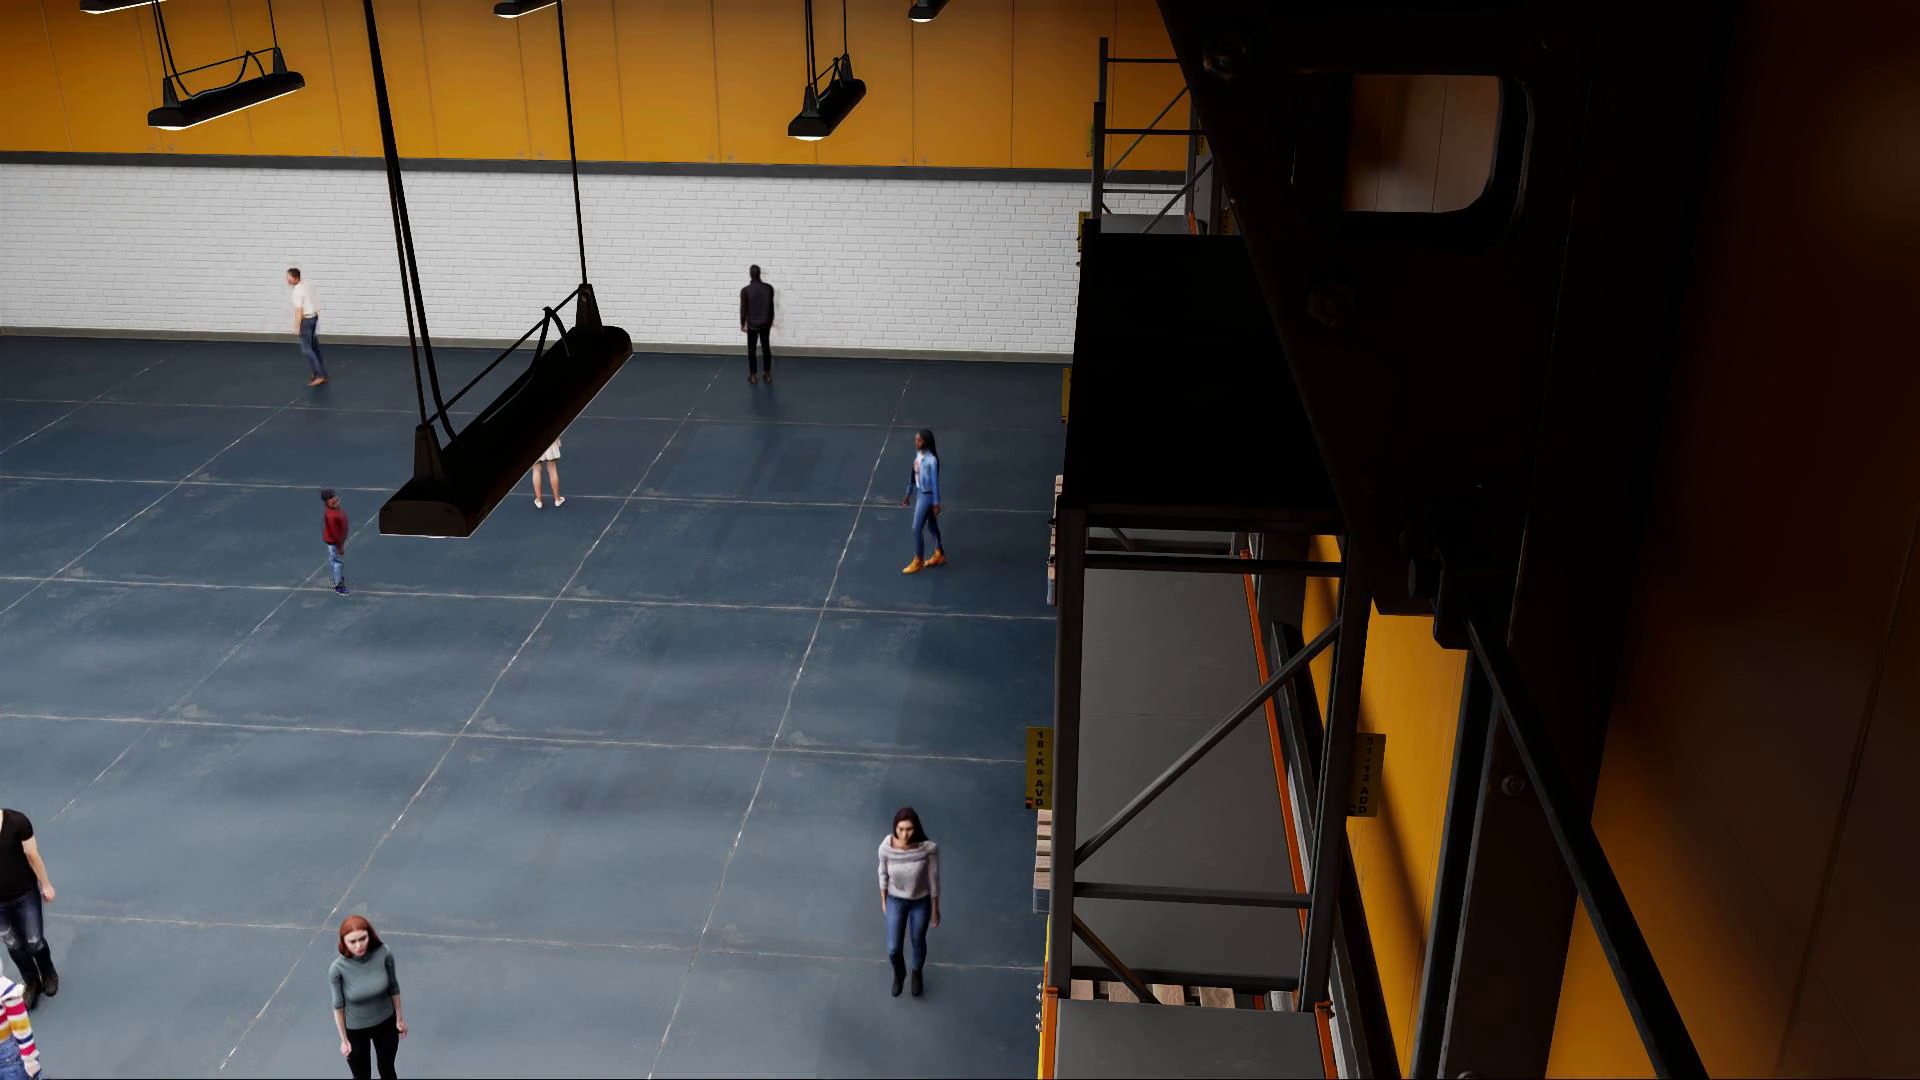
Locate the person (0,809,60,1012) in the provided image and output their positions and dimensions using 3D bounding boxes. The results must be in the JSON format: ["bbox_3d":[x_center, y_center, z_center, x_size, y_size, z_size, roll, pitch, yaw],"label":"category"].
[{"bbox_3d":[-6.807,2.489,11.959,0.798,1.884,0.798,-7,24,-15],"label":"person"}]

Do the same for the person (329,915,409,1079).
[{"bbox_3d":[-3.775,3.135,10.658,0.671,1.742,0.716,-15,28,-31],"label":"person"}]

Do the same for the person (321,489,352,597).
[{"bbox_3d":[-6.973,-0.025,18.517,0.778,1.238,0.590,-14,27,-29],"label":"person"}]

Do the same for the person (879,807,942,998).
[{"bbox_3d":[-0.357,2.586,12.069,0.615,1.619,0.583,1,24,2],"label":"person"}]

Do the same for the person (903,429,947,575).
[{"bbox_3d":[-0.292,-0.472,18.970,0.882,1.693,0.878,-8,25,-18],"label":"person"}]

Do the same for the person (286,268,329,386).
[{"bbox_3d":[-9.903,-3.295,25.274,0.887,1.817,0.623,5,24,12],"label":"person"}]

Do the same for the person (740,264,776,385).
[{"bbox_3d":[-3.039,-3.279,25.214,0.796,1.836,0.791,-10,26,-22],"label":"person"}]
